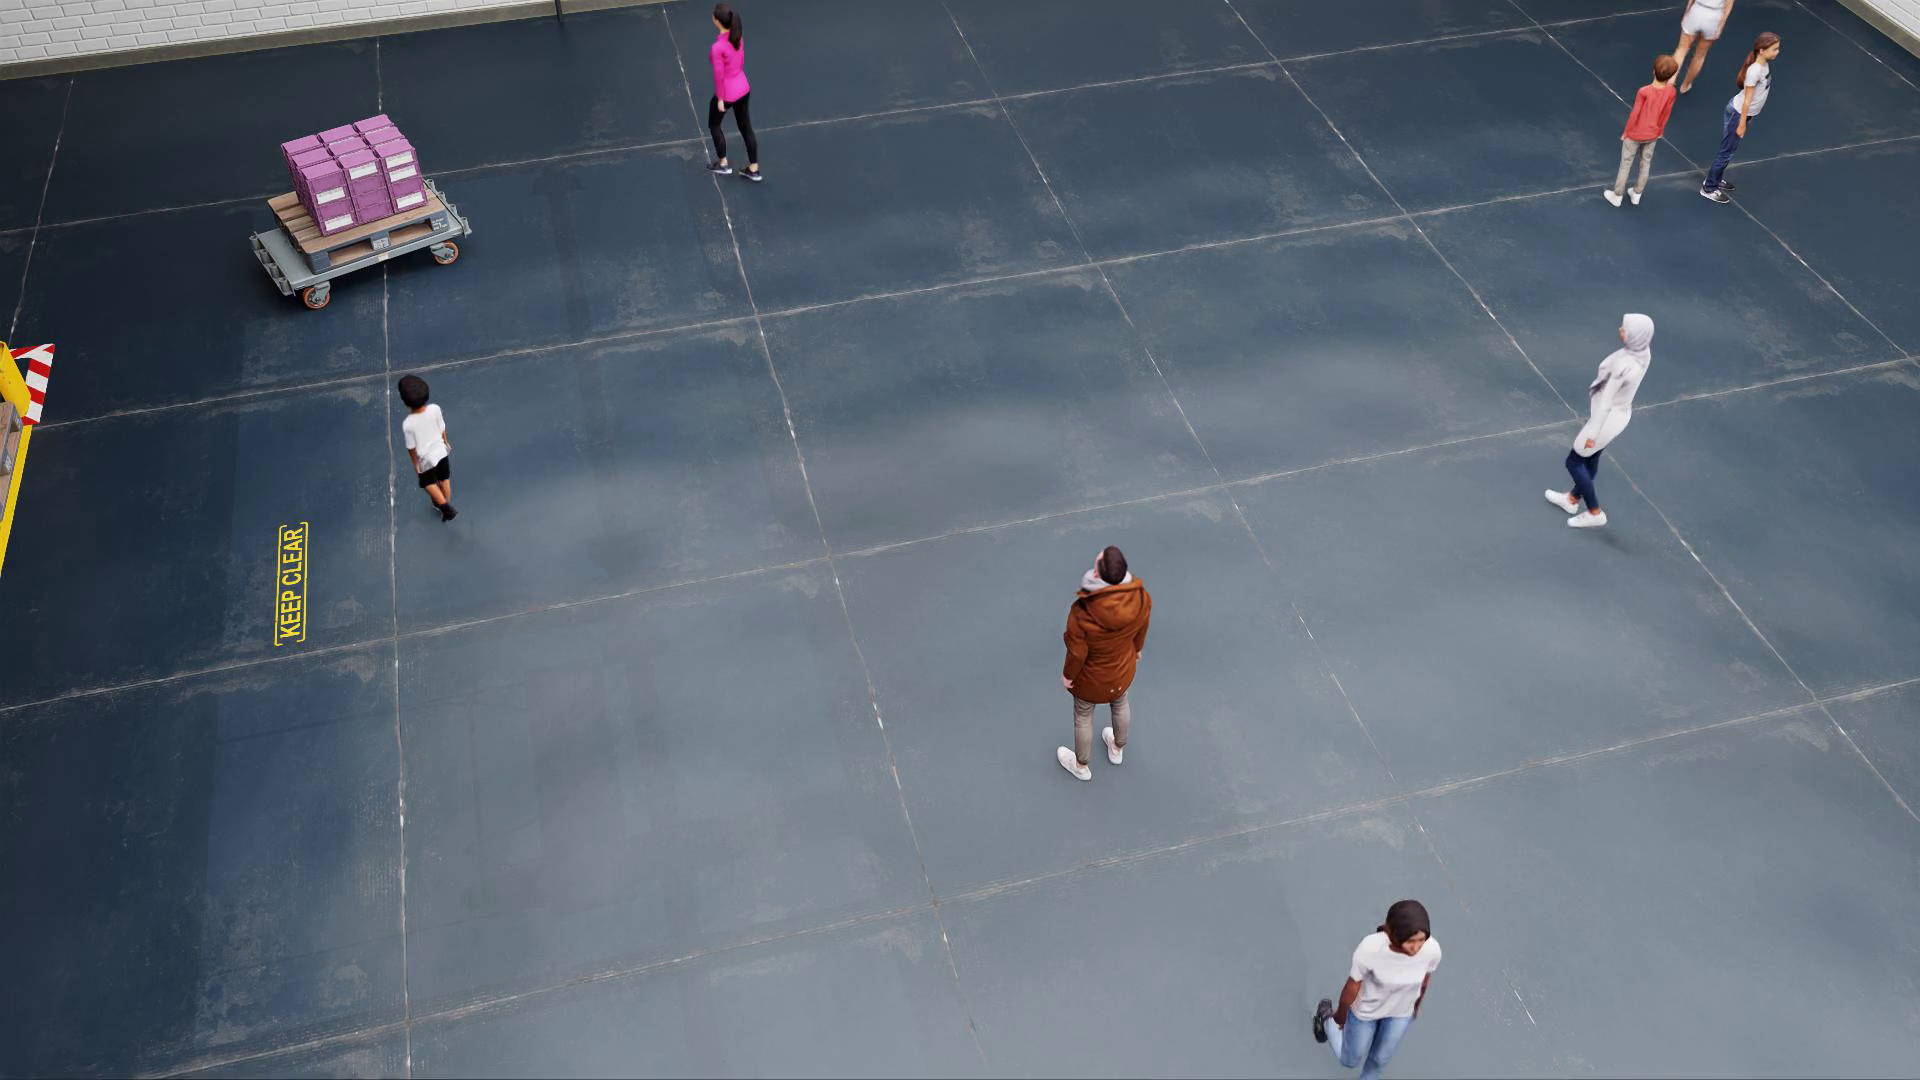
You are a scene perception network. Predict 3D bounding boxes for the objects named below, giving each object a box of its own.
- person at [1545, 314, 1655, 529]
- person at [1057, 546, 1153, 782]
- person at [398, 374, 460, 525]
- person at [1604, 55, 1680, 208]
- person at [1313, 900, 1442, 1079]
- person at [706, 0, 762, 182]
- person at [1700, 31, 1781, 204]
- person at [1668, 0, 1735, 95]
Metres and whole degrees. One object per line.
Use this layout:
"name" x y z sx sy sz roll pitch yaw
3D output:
"person" 4.513 -0.796 11.506 0.796 1.773 0.883 -34 53 -30
"person" 0.848 0.734 9.852 0.773 1.838 0.778 -19 47 -19
"person" -3.698 -0.610 11.688 0.724 1.252 0.641 33 53 30
"person" 6.060 -3.620 14.729 0.548 1.416 0.504 -4 44 -4
"person" 2.069 2.279 8.324 0.646 1.711 0.883 -6 44 -6
"person" -1.974 -3.969 14.903 0.883 1.682 0.816 24 49 23
"person" 6.957 -3.792 14.803 0.687 1.562 0.628 22 48 22
"person" 7.158 -4.984 16.024 0.872 1.604 0.921 23 48 23
